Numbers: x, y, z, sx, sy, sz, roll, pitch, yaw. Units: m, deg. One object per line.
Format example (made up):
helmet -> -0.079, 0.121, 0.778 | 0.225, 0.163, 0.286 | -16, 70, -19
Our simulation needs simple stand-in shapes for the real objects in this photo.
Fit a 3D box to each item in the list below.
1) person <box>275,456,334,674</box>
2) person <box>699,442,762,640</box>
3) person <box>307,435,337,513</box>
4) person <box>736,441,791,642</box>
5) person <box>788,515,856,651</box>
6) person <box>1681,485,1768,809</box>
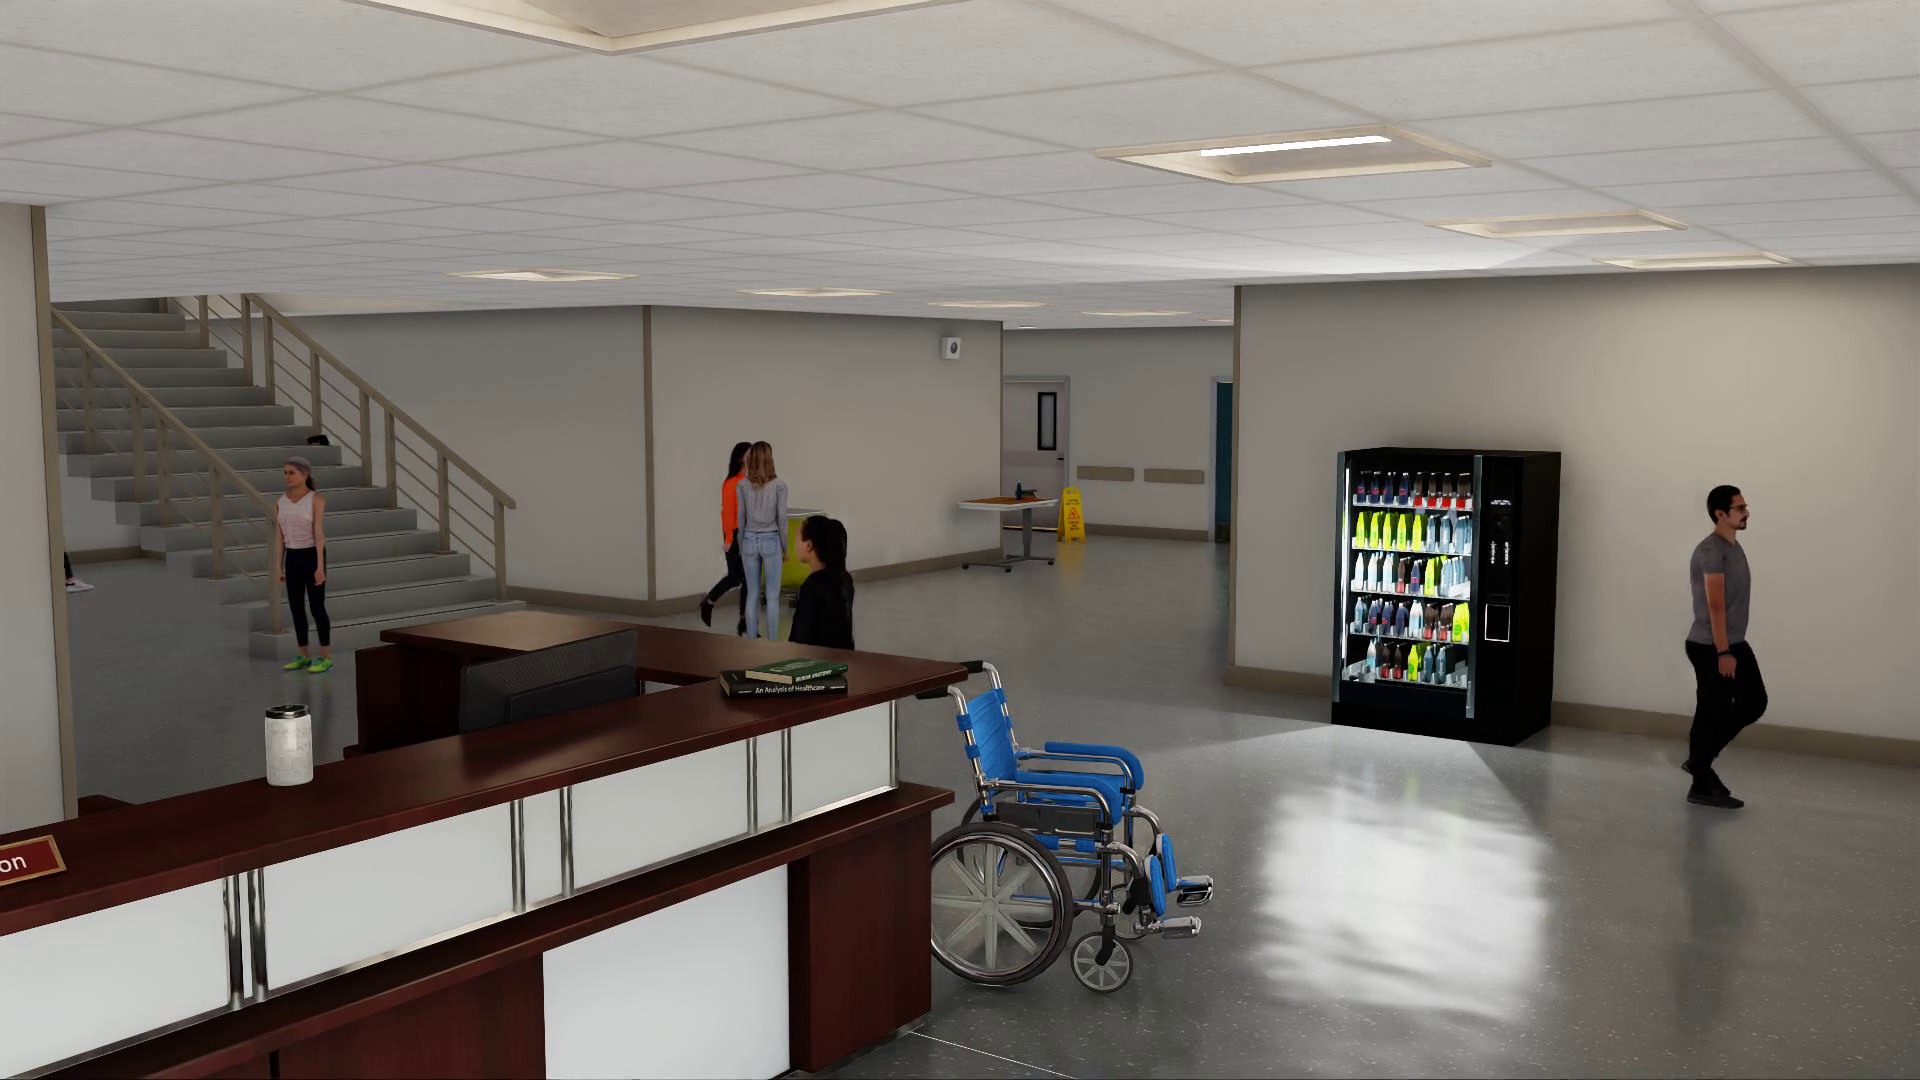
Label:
person -> -5.156, 0.189, 13.108 | 0.565, 1.695, 0.716 | 2, 6, 18
person -> -2.009, 0.010, 14.719 | 0.890, 1.729, 0.677 | 4, 7, 34
person -> -6.494, -0.228, 17.339 | 1.205, 1.677, 0.992 | 1, 6, 9
person -> -1.627, 0.081, 13.681 | 0.558, 1.795, 0.710 | 1, 6, 14
person -> -0.542, 0.748, 7.611 | 1.019, 1.683, 0.786 | 2, 6, 18
person -> 4.045, 0.575, 9.037 | 0.665, 1.741, 0.646 | 5, 7, 39
